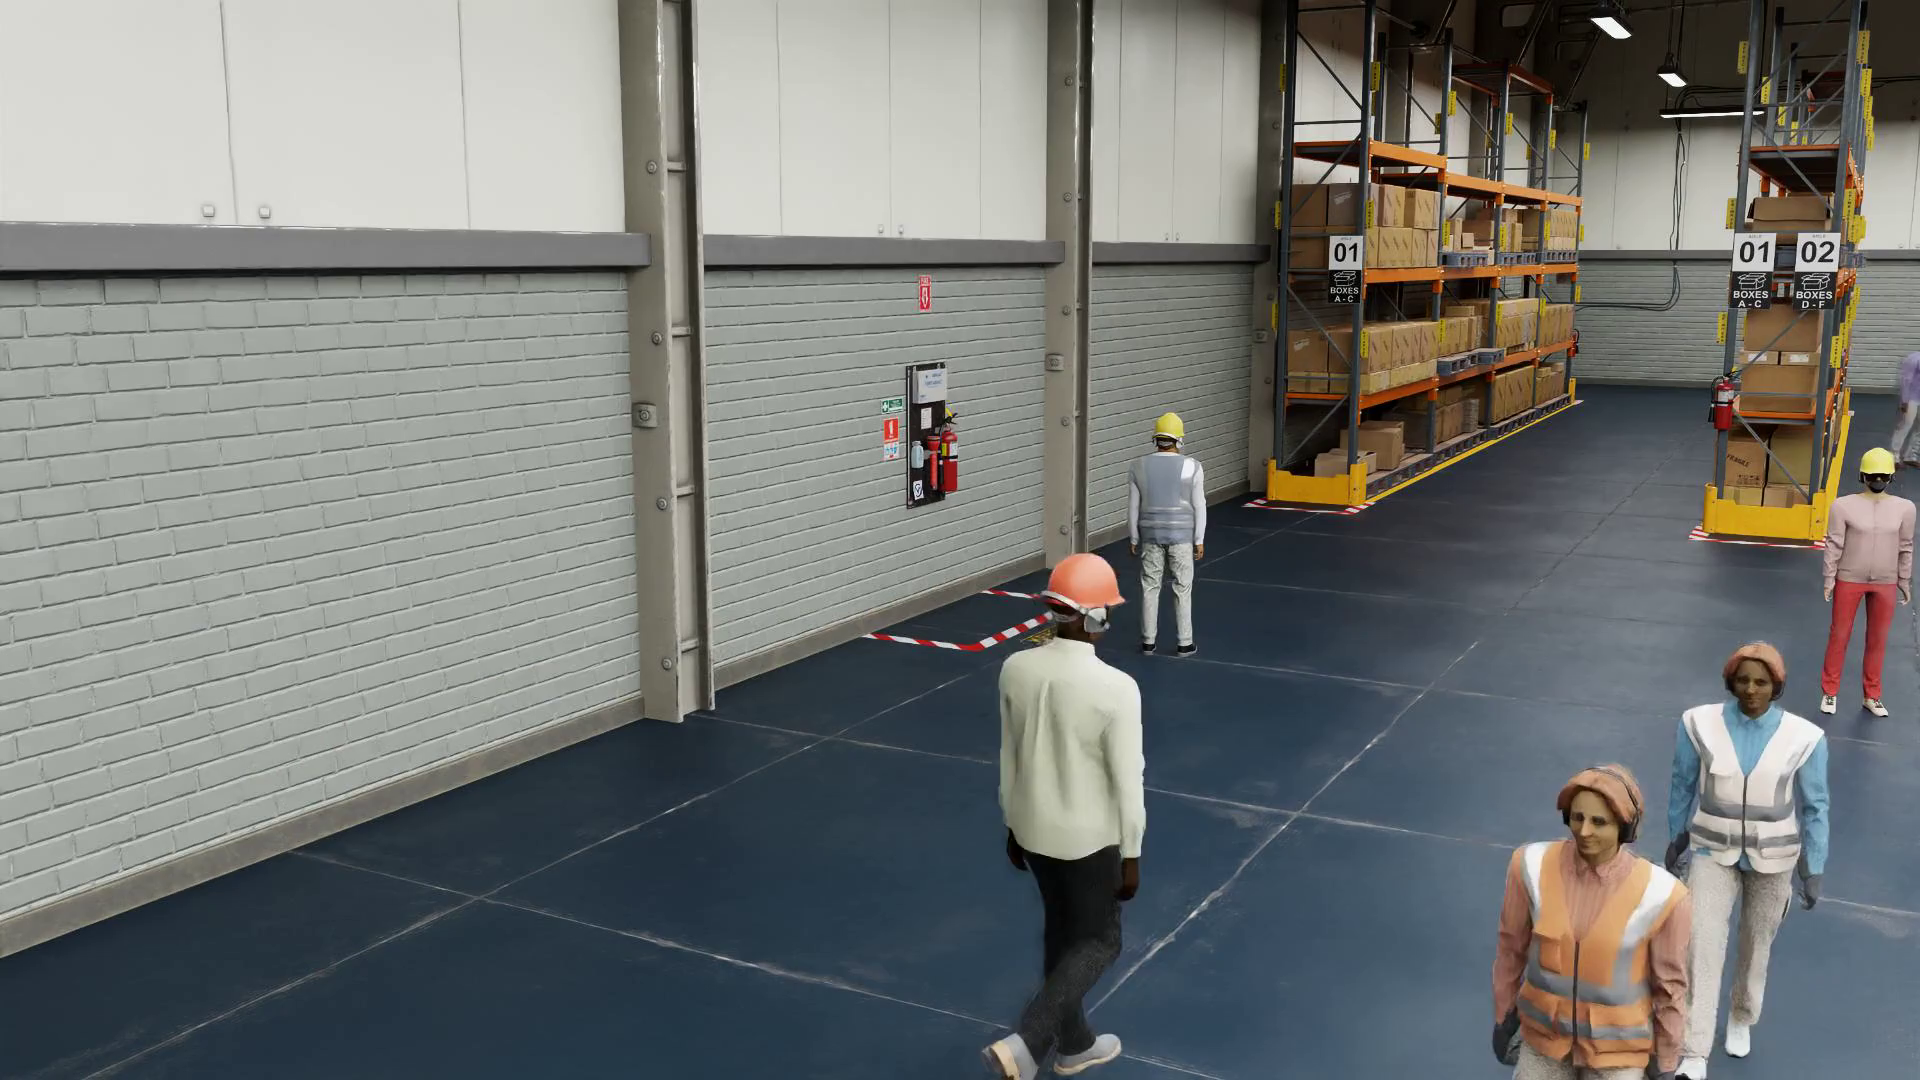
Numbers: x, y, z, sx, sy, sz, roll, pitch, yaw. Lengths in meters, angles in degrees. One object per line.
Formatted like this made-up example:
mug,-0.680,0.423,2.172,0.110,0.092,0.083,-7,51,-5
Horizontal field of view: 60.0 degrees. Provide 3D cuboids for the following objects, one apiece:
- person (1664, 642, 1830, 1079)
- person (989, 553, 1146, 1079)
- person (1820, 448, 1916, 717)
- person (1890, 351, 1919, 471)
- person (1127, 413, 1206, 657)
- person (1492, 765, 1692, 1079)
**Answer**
person,2.818,1.178,5.993,0.541,1.599,0.807,5,11,27
person,0.349,1.028,5.842,0.617,1.973,0.715,9,13,42
person,5.905,0.277,10.823,0.534,1.767,0.318,2,10,13
person,13.368,-1.918,23.301,0.690,1.901,0.372,-6,11,-31
person,1.550,-0.035,12.449,0.589,1.834,0.403,3,10,16
person,1.767,1.397,4.668,0.528,1.619,0.586,8,12,38
